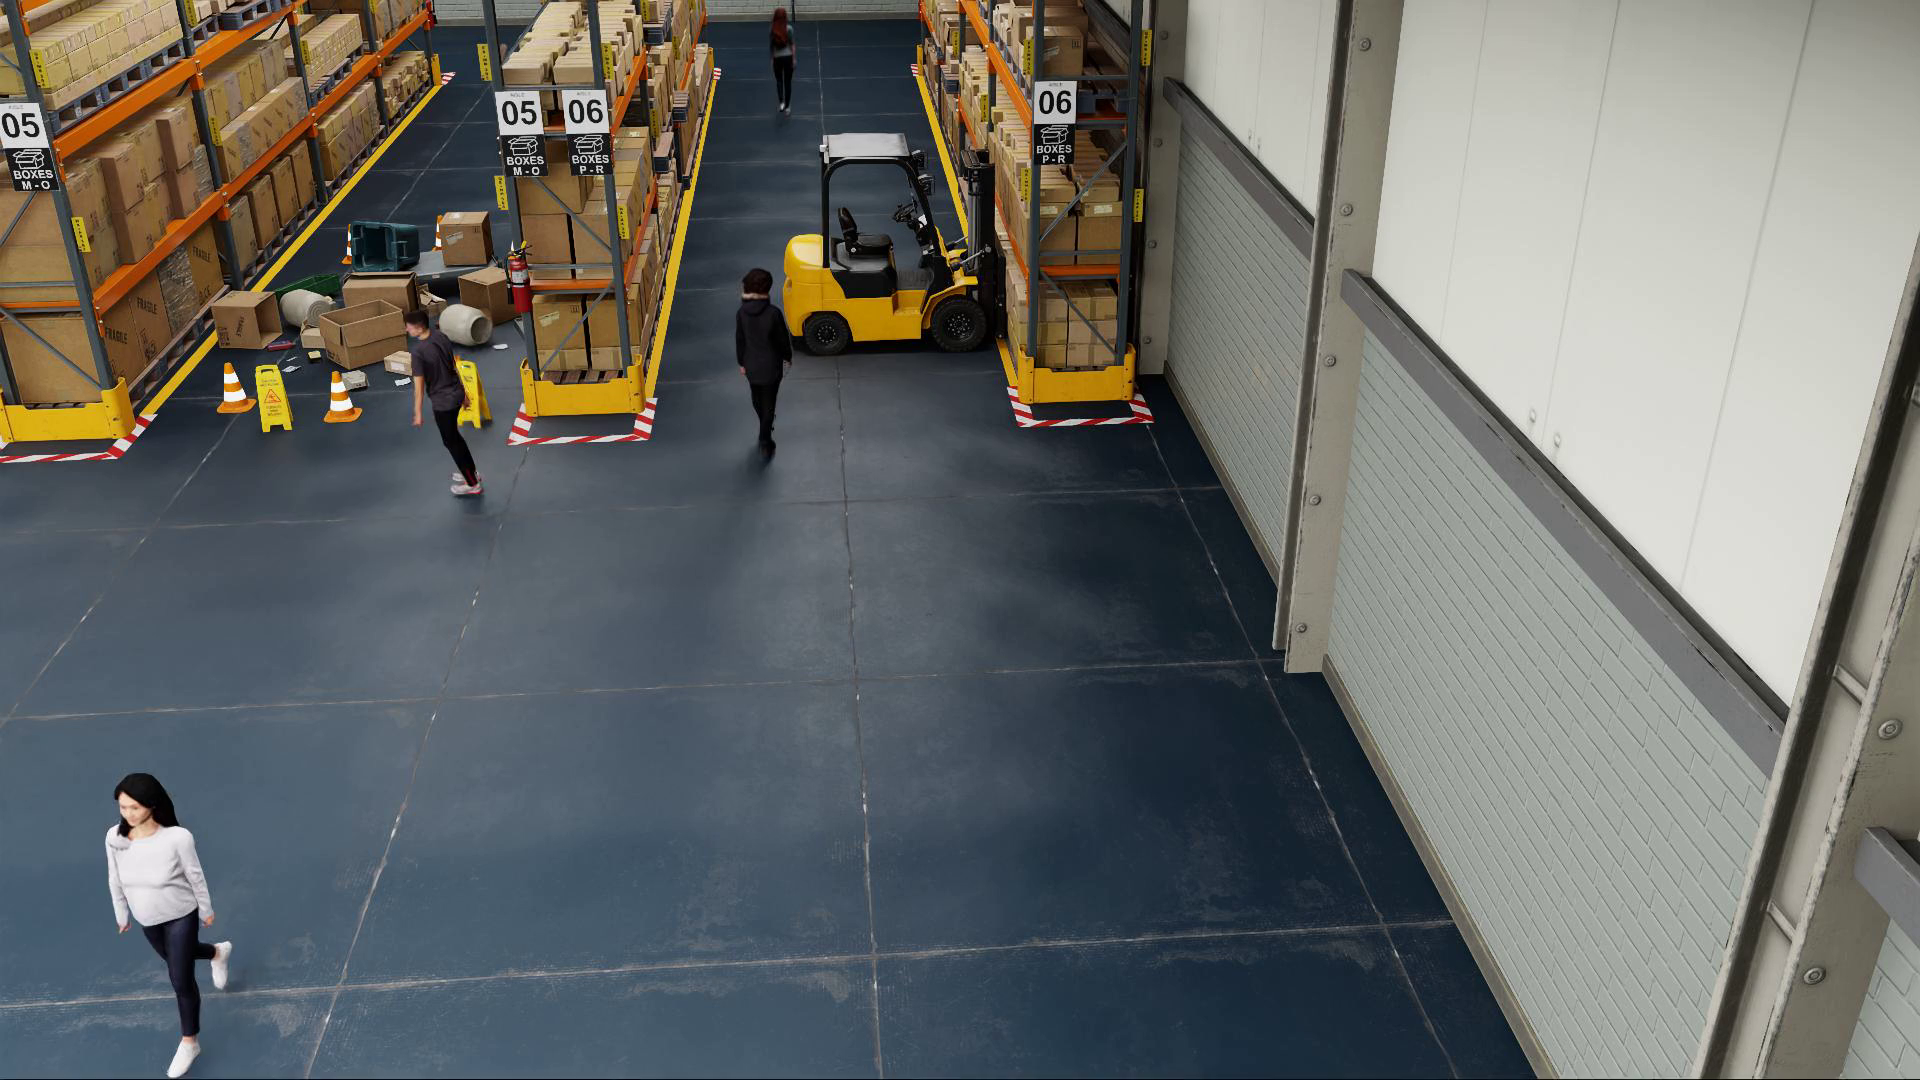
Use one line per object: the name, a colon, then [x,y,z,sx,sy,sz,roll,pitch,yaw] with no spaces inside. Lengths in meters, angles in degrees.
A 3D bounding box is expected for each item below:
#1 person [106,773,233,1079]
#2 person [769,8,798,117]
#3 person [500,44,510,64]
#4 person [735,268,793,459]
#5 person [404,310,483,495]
person: [-4.093,1.892,8.683,0.740,1.678,1.084,2,27,4]
person: [-2.947,-7.949,27.738,0.589,1.729,0.586,-1,27,-2]
person: [-7.448,-7.494,27.355,0.519,1.271,0.556,-6,28,-11]
person: [-1.837,-1.594,15.383,0.812,1.740,1.086,5,28,10]
person: [-4.467,-1.195,14.626,0.810,1.725,0.703,12,30,22]
